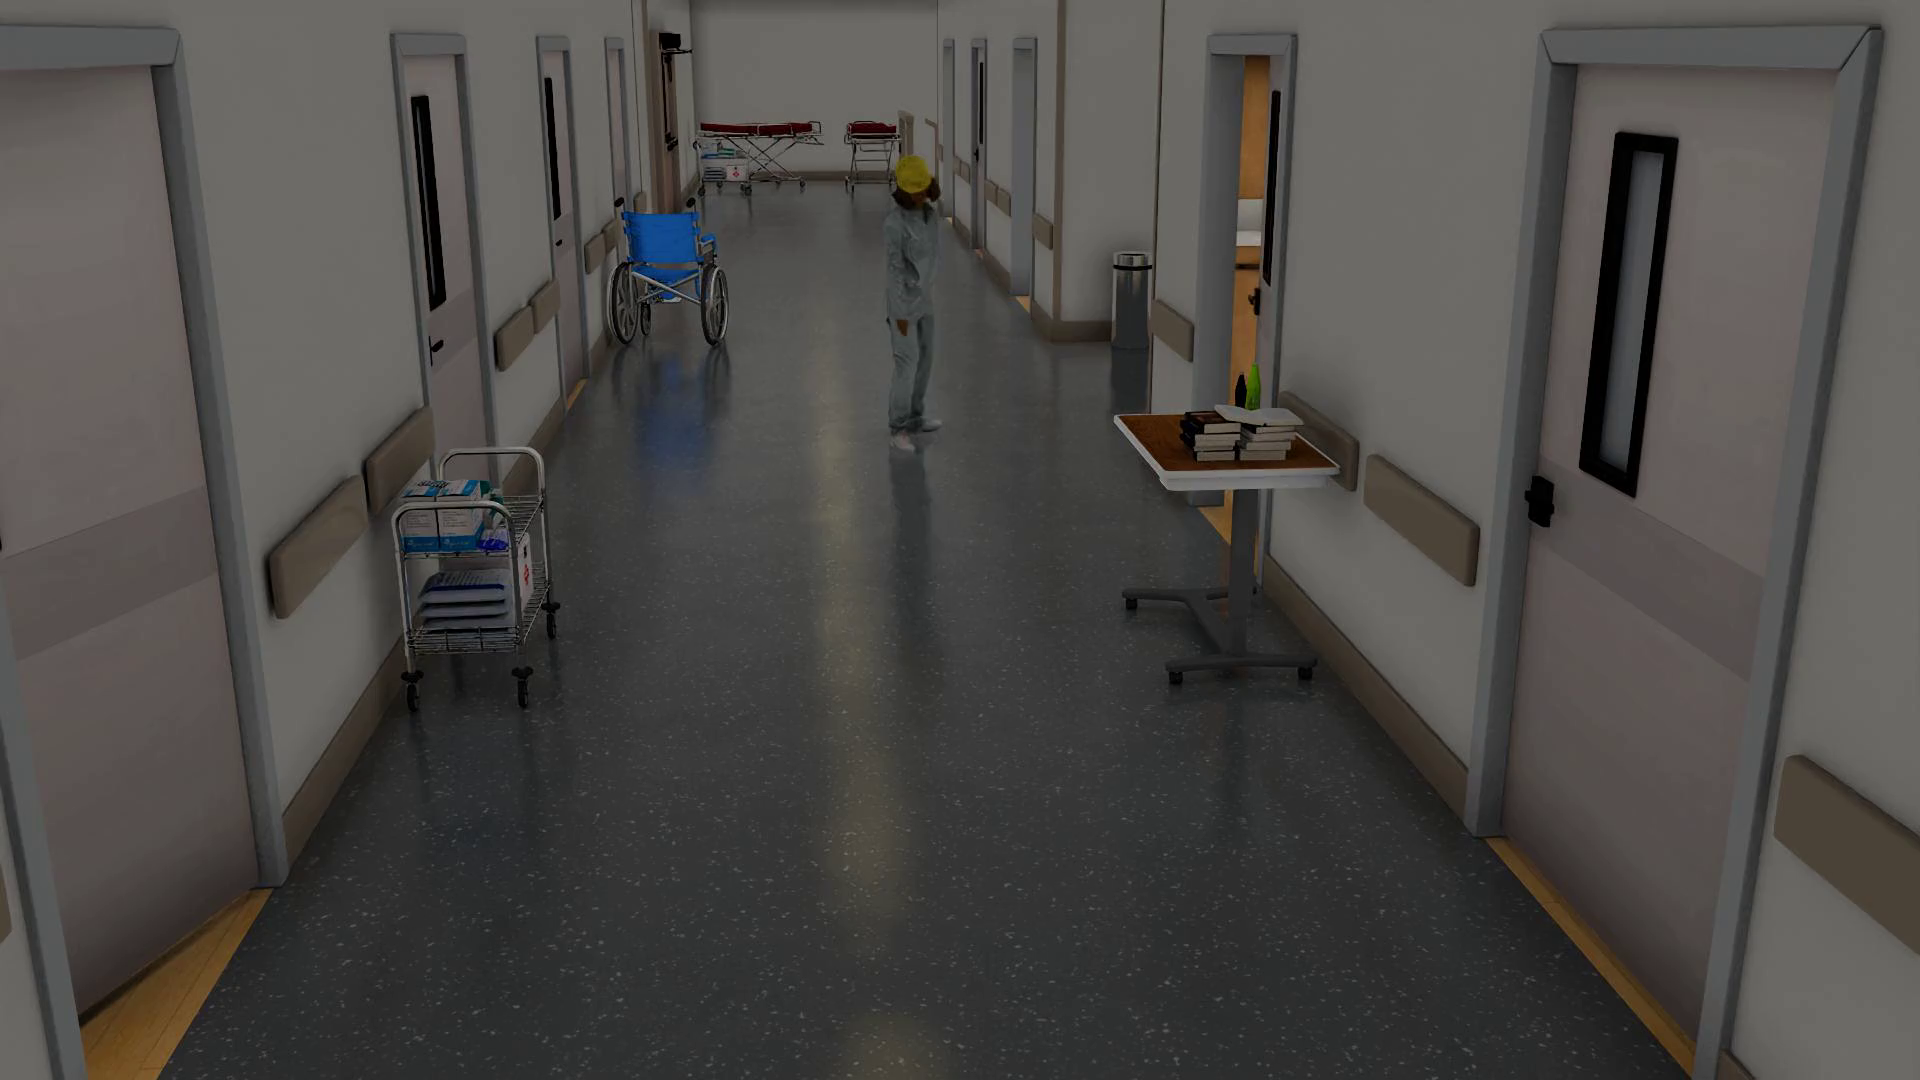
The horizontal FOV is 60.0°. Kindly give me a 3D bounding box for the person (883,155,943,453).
[{"bbox_3d":[-0.252,-1.363,9.592,0.429,1.699,0.645,9,19,27],"label":"person"}]
